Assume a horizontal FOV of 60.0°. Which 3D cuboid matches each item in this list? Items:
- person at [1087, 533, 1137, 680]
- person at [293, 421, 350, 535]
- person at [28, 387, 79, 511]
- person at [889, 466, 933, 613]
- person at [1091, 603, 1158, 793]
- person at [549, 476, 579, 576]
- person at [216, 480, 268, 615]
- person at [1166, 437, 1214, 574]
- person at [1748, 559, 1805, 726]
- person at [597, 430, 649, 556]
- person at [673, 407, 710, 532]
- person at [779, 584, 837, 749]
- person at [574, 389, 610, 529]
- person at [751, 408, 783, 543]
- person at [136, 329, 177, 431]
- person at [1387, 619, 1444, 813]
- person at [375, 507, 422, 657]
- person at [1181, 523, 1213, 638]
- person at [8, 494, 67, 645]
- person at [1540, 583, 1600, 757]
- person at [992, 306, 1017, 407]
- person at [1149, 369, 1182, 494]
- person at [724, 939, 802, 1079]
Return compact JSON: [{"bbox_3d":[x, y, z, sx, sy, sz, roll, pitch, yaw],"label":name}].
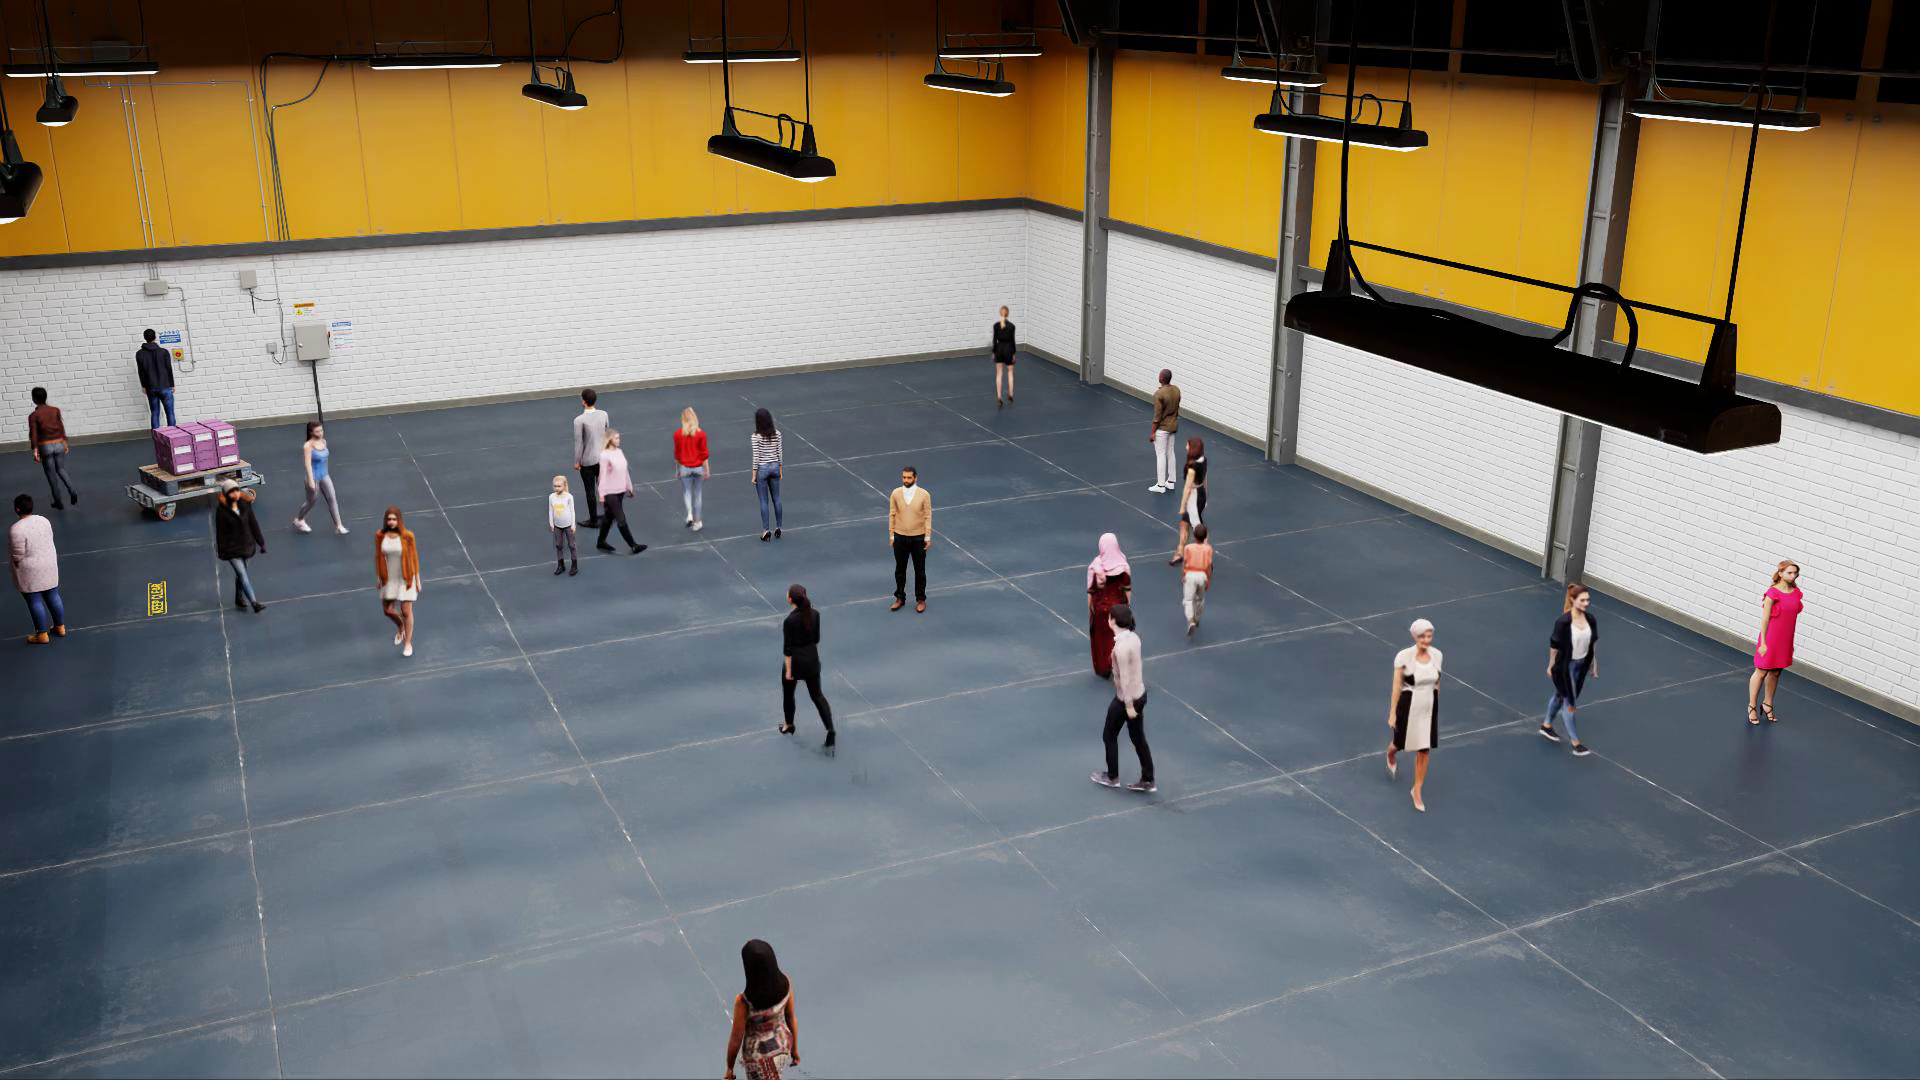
[{"bbox_3d":[1.583,0.723,17.600,0.817,1.639,0.850,3,19,9],"label":"person"},{"bbox_3d":[-8.674,-0.819,22.286,1.133,1.572,1.040,7,20,19],"label":"person"},{"bbox_3d":[-12.672,-1.260,23.292,0.936,1.765,0.858,13,22,33],"label":"person"},{"bbox_3d":[-0.586,-0.029,19.653,0.756,1.754,0.775,3,19,9],"label":"person"},{"bbox_3d":[1.595,1.479,15.157,0.995,1.766,0.913,6,20,18],"label":"person"},{"bbox_3d":[-4.975,-0.199,20.905,0.561,1.277,0.602,1,19,4],"label":"person"},{"bbox_3d":[-8.541,0.065,19.611,1.098,1.603,0.923,14,23,35],"label":"person"},{"bbox_3d":[3.020,-0.399,20.719,0.999,1.775,0.895,10,21,27],"label":"person"},{"bbox_3d":[8.153,1.001,16.634,0.605,1.728,0.582,-5,19,-15],"label":"person"},{"bbox_3d":[-4.566,-0.609,21.541,1.133,1.648,1.043,8,20,22],"label":"person"},{"bbox_3d":[-3.632,-0.919,22.391,0.751,1.694,0.780,0,19,0],"label":"person"},{"bbox_3d":[-1.461,1.252,16.044,0.808,1.630,1.131,-15,24,-38],"label":"person"},{"bbox_3d":[-4.992,-1.121,22.632,0.824,1.923,0.835,13,23,34],"label":"person"},{"bbox_3d":[-2.561,-0.870,22.088,0.617,1.794,0.548,-12,22,-32],"label":"person"},{"bbox_3d":[-12.836,-2.449,26.628,0.706,1.889,0.641,-4,19,-12],"label":"person"},{"bbox_3d":[4.092,1.531,15.060,0.844,1.730,1.123,-2,19,-6],"label":"person"},{"bbox_3d":[-6.205,0.414,18.413,0.766,1.707,0.821,-1,19,-4],"label":"person"},{"bbox_3d":[2.681,0.453,18.933,0.716,1.299,0.891,1,19,4],"label":"person"},{"bbox_3d":[-10.398,0.298,18.707,0.848,1.738,0.791,7,20,20],"label":"person"},{"bbox_3d":[5.855,1.205,16.147,0.671,1.654,1.014,-6,20,-18],"label":"person"},{"bbox_3d":[0.756,-3.207,29.092,0.824,1.754,0.905,4,19,13],"label":"person"},{"bbox_3d":[2.994,-1.605,24.222,0.784,1.825,0.697,-16,24,-39],"label":"person"},{"bbox_3d":[-1.131,3.236,10.204,1.248,1.597,0.912,16,25,40],"label":"person"}]
